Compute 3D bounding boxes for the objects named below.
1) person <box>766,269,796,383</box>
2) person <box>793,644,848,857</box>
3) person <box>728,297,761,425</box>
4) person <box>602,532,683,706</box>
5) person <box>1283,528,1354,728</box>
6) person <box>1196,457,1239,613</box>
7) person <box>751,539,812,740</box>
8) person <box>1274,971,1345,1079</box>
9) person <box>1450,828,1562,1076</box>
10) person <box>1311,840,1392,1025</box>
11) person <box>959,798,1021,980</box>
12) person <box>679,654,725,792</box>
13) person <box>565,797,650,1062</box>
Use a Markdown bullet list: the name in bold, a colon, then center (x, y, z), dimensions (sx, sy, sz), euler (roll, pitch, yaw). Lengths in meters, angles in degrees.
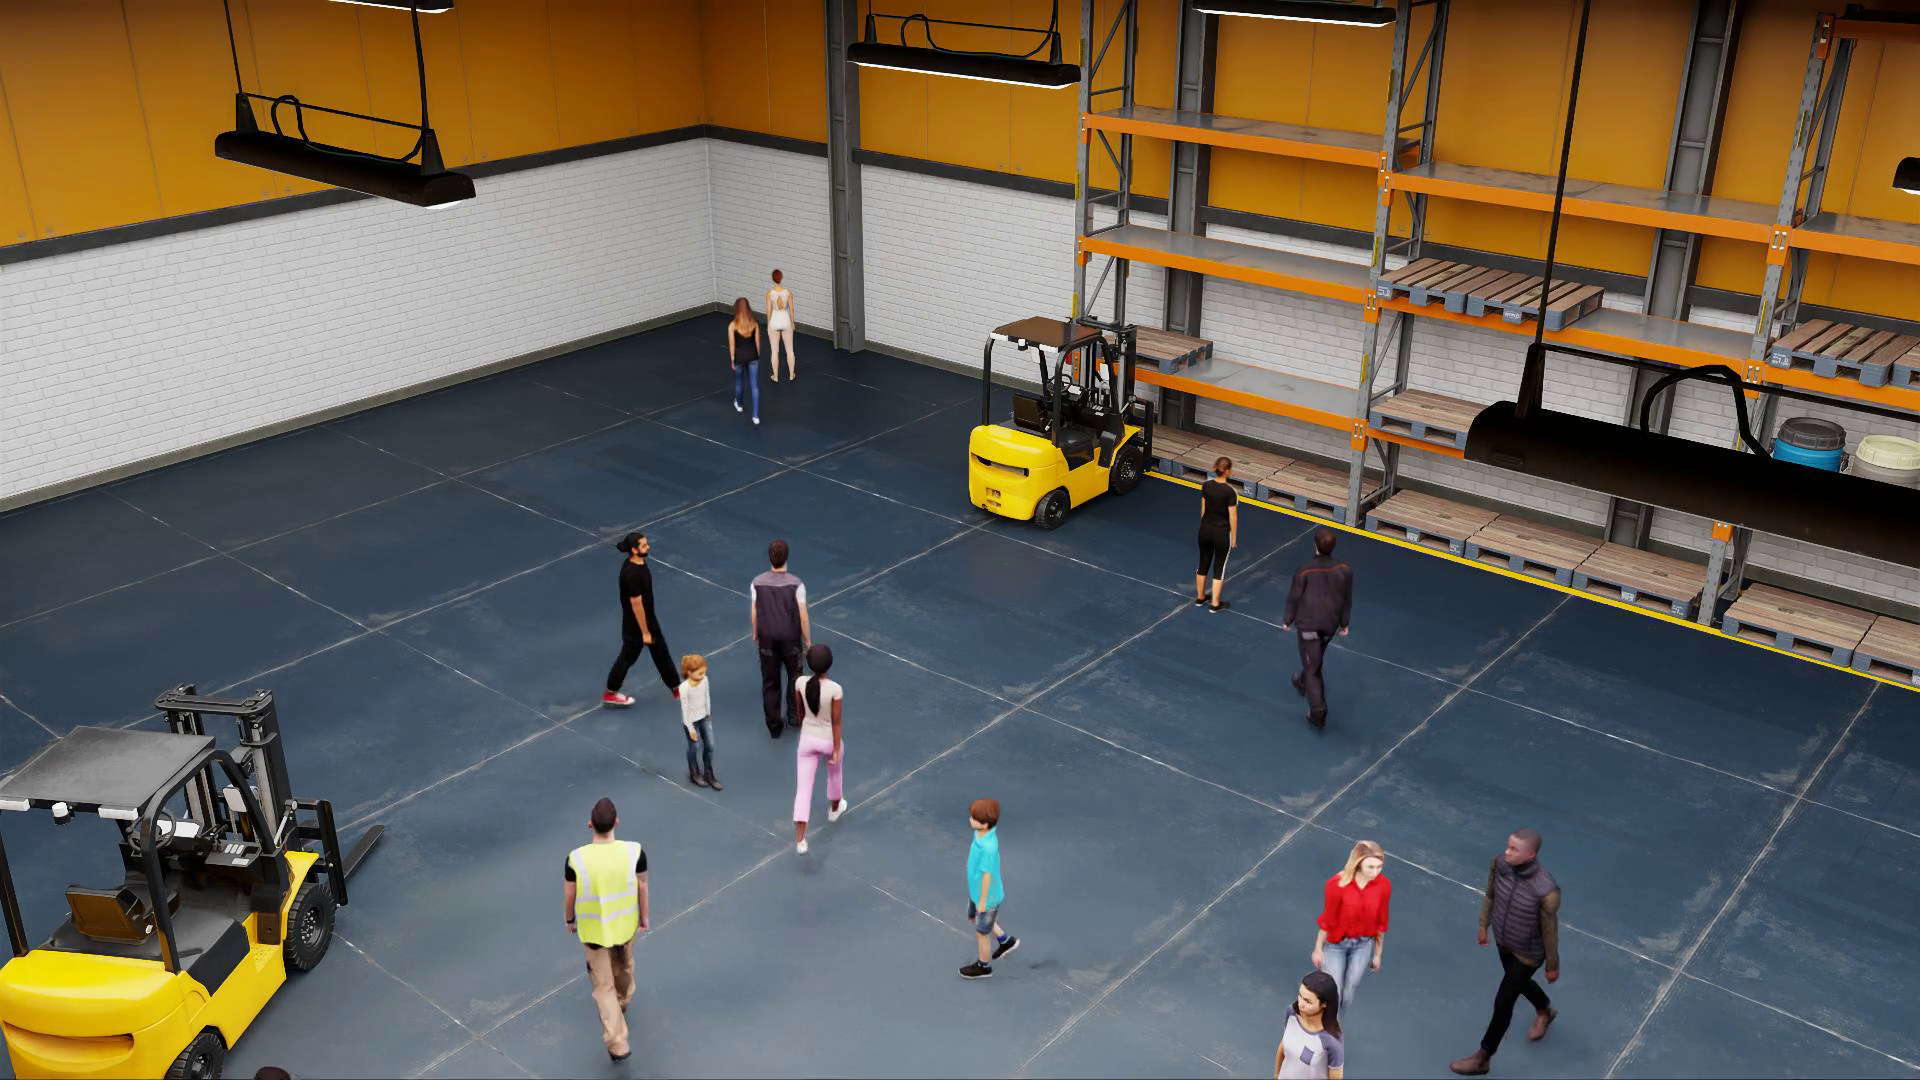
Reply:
- **person**: center (-2.597, -3.105, 24.039), dimensions (0.618, 1.644, 0.646), euler (-5, 24, -12)
- **person**: center (-1.139, 1.672, 13.059), dimensions (1.078, 1.684, 0.938), euler (6, 24, 14)
- **person**: center (-2.854, -2.361, 22.302), dimensions (0.980, 1.672, 1.160), euler (-6, 24, -14)
- **person**: center (-2.993, 0.765, 15.099), dimensions (1.226, 1.714, 1.119), euler (0, 24, -1)
- **person**: center (3.222, 0.810, 14.891), dimensions (1.157, 1.797, 1.278), euler (-5, 24, -11)
- **person**: center (2.620, -0.068, 17.061), dimensions (0.465, 1.669, 0.643), euler (20, 31, 38)
- **person**: center (-1.597, 0.917, 14.602), dimensions (0.810, 1.831, 0.886), euler (-1, 24, -1)
- **person**: center (1.974, 3.190, 9.526), dimensions (0.692, 1.734, 0.527), euler (-16, 28, -33)
- **person**: center (3.702, 2.616, 10.765), dimensions (1.145, 1.793, 1.264), euler (-12, 26, -25)
- **person**: center (2.511, 2.621, 10.884), dimensions (0.756, 1.689, 0.808), euler (-2, 24, -4)
- **person**: center (0.244, 2.434, 11.621), dimensions (0.776, 1.441, 0.719), euler (-2, 24, -5)
- **person**: center (-2.260, 1.498, 13.940), dimensions (0.599, 1.298, 0.495), euler (18, 29, 35)
- **person**: center (-2.295, 2.558, 10.869), dimensions (1.013, 1.816, 1.265), euler (-11, 26, -24)
